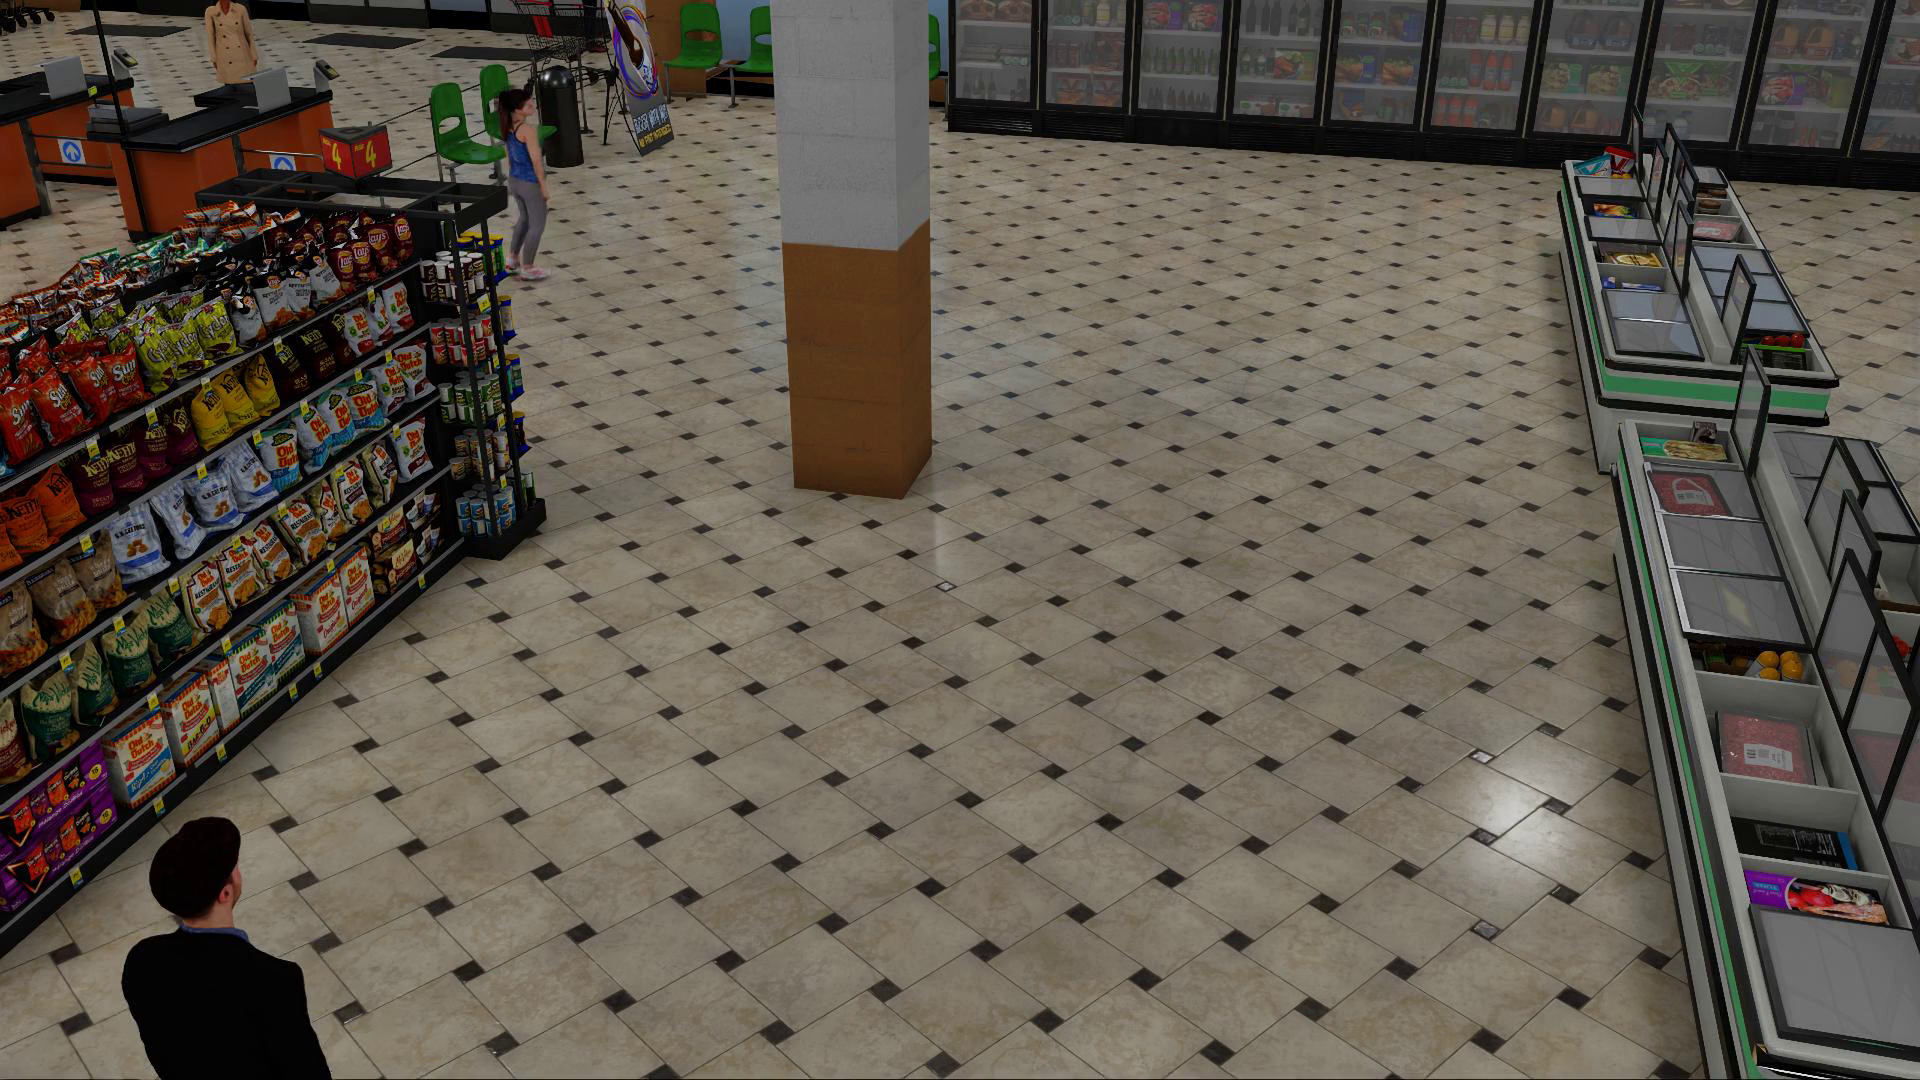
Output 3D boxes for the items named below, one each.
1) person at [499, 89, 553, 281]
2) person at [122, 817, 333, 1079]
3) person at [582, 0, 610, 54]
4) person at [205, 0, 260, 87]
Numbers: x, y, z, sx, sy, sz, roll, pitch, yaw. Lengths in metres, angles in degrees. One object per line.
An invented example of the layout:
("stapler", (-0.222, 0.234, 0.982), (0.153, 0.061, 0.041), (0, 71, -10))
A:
("person", (-3.536, -2.879, 13.531), (0.785, 1.576, 0.767), (16, 31, 29))
("person", (-1.883, 1.601, 4.356), (0.721, 1.884, 0.637), (5, 27, 10))
("person", (-5.034, -7.496, 22.468), (0.768, 1.727, 0.677), (-11, 29, -20))
("person", (-7.867, -5.223, 18.035), (0.715, 1.682, 0.737), (-10, 29, -19))
